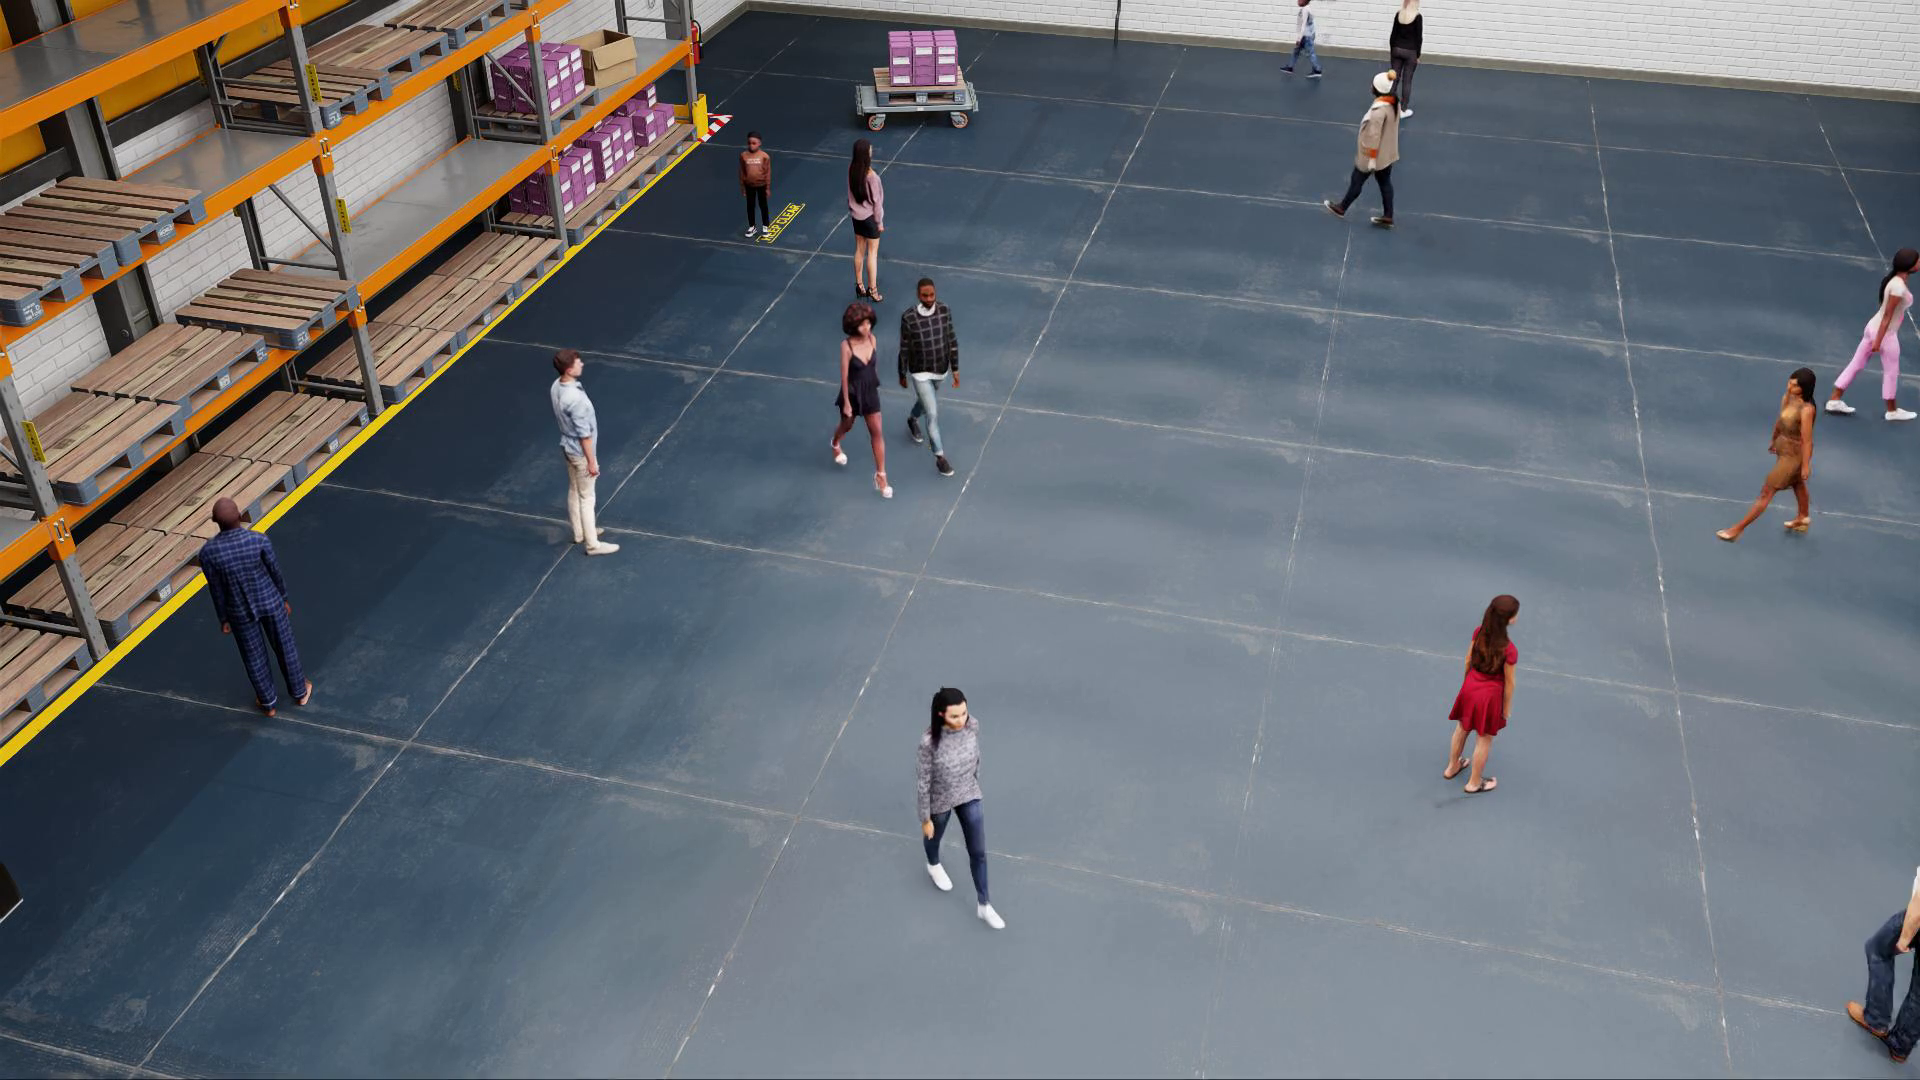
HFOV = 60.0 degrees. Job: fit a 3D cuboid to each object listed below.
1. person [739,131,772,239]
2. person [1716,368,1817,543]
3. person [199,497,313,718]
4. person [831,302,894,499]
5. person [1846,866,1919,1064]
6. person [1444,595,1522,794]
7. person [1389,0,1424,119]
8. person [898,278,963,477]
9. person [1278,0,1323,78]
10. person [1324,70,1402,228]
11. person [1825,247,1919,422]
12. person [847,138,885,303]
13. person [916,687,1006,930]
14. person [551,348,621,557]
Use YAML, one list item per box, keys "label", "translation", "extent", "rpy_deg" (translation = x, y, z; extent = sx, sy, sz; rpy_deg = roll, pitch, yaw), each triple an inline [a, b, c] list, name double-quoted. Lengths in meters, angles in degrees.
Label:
- label: "person"
  translation: [-2.378, -4.164, 19.423]
  extent: [0.553, 1.254, 0.522]
  rpy_deg: [3, 34, 5]
- label: "person"
  translation: [6.963, -0.669, 13.833]
  extent: [0.902, 1.621, 1.107]
  rpy_deg: [3, 34, 4]
- label: "person"
  translation: [-5.063, 0.470, 11.941]
  extent: [0.761, 1.819, 0.817]
  rpy_deg: [-17, 37, -24]
- label: "person"
  translation: [-0.943, -1.271, 14.623]
  extent: [1.075, 1.749, 1.088]
  rpy_deg: [-21, 39, -29]
- label: "person"
  translation: [5.485, 2.235, 9.267]
  extent: [0.785, 1.839, 0.813]
  rpy_deg: [-5, 34, -7]
- label: "person"
  translation: [3.573, 1.035, 11.332]
  extent: [0.742, 1.552, 0.683]
  rpy_deg: [-22, 39, -29]
- label: "person"
  translation: [6.077, -6.644, 22.765]
  extent: [0.682, 1.685, 0.675]
  rpy_deg: [24, 41, 32]
- label: "person"
  translation: [-0.323, -1.569, 15.043]
  extent: [1.197, 1.781, 1.299]
  rpy_deg: [-15, 36, -21]
- label: "person"
  translation: [5.098, -7.364, 24.255]
  extent: [0.563, 1.234, 0.799]
  rpy_deg: [9, 35, 13]
- label: "person"
  translation: [4.972, -4.538, 19.442]
  extent: [1.076, 1.856, 1.155]
  rpy_deg: [25, 41, 32]
- label: "person"
  translation: [8.567, -1.933, 15.653]
  extent: [0.686, 1.712, 0.932]
  rpy_deg: [10, 35, 14]
- label: "person"
  translation: [-1.012, -3.415, 17.793]
  extent: [0.697, 1.811, 0.692]
  rpy_deg: [28, 43, 35]
- label: "person"
  translation: [-0.102, 1.560, 10.408]
  extent: [1.030, 1.701, 1.113]
  rpy_deg: [-16, 37, -22]
- label: "person"
  translation: [-3.154, -0.738, 13.733]
  extent: [0.781, 1.847, 0.721]
  rpy_deg: [-18, 38, -25]
